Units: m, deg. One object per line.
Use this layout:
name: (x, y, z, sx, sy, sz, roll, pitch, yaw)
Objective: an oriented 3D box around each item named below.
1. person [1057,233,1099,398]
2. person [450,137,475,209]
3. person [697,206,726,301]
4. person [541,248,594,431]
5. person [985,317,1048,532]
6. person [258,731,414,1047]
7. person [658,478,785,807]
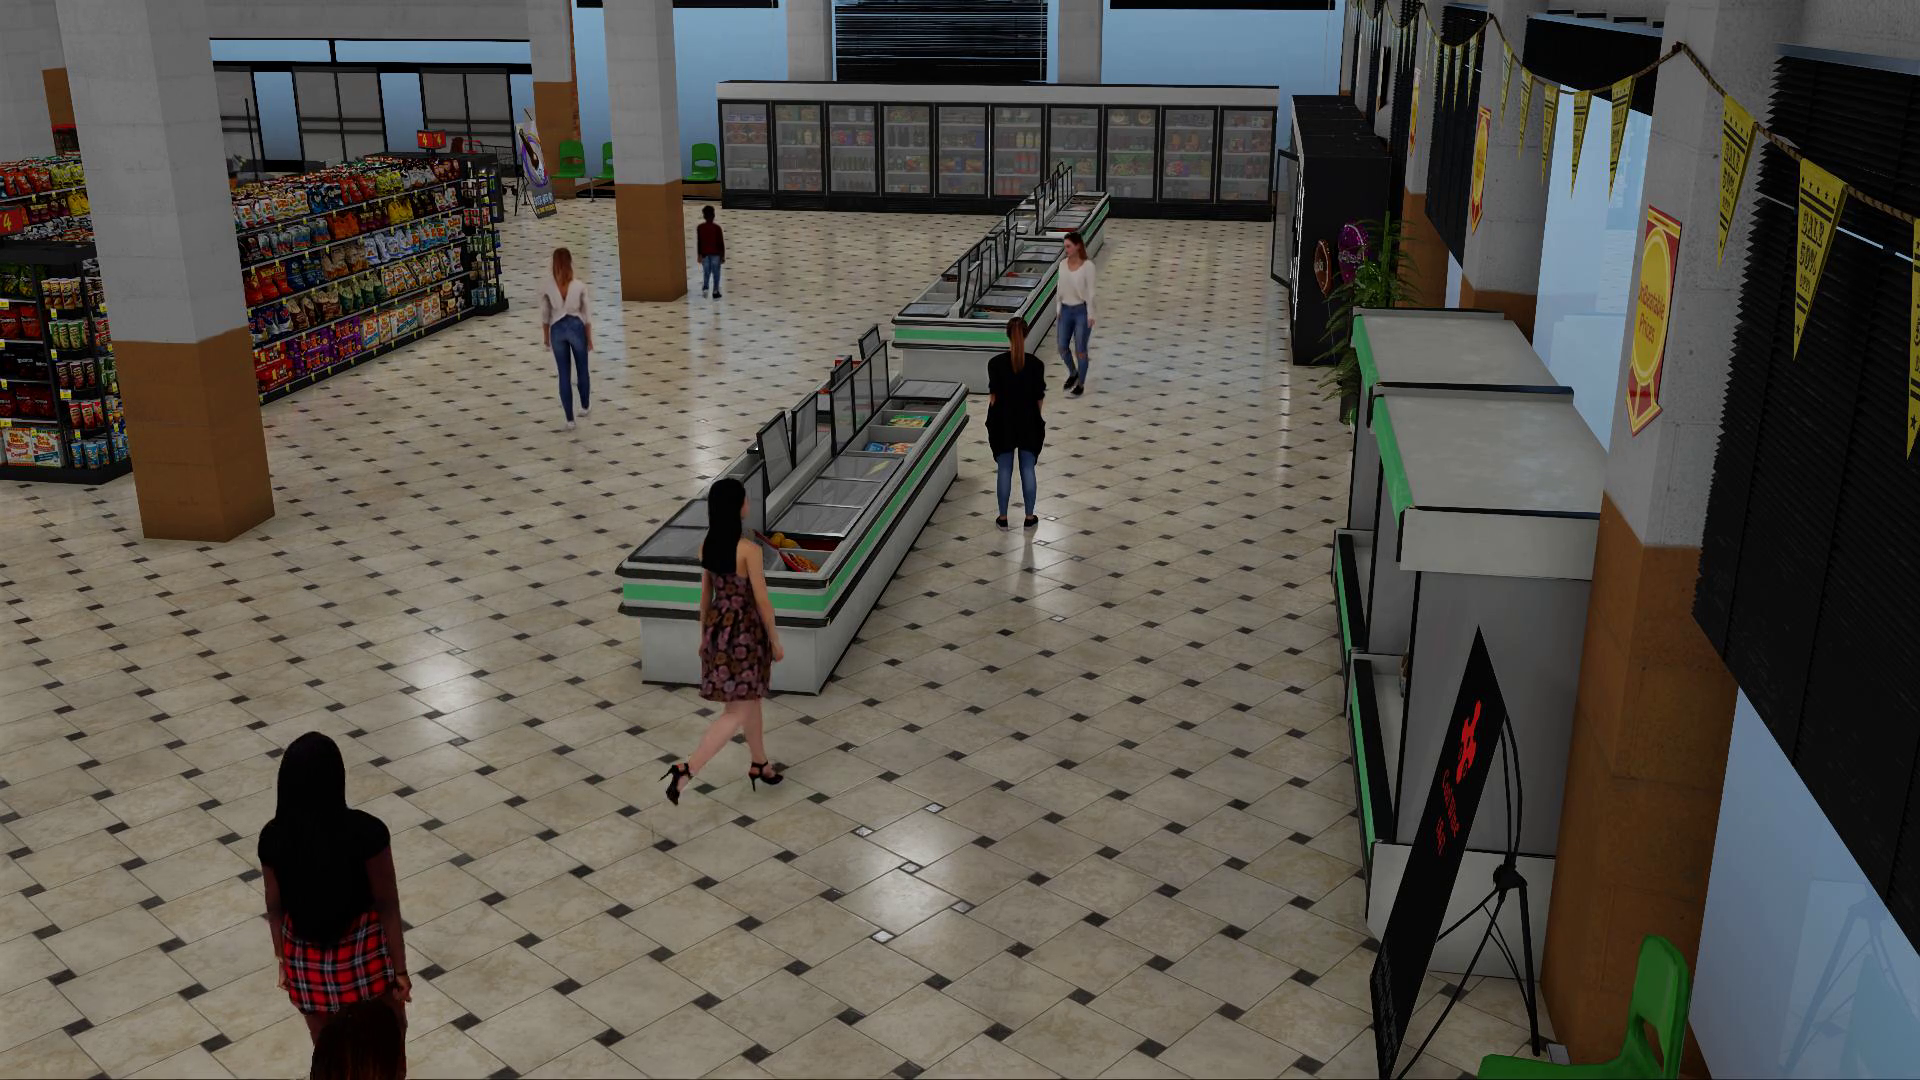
person: (1.234, -2.318, 17.089, 0.729, 1.679, 0.724, 11, 22, 30)
person: (-7.905, -5.508, 26.425, 0.630, 1.759, 0.545, 6, 20, 18)
person: (-3.350, -3.820, 22.225, 0.514, 1.243, 0.558, 2, 19, 7)
person: (-3.718, -1.880, 15.766, 0.817, 1.693, 1.033, -3, 19, -9)
person: (0.435, -0.896, 12.865, 0.651, 1.684, 0.588, 1, 19, 3)
person: (-2.132, 1.509, 5.688, 0.731, 1.711, 0.846, -2, 19, -5)
person: (-1.182, 0.578, 8.388, 0.981, 1.750, 1.160, 16, 24, 38)
